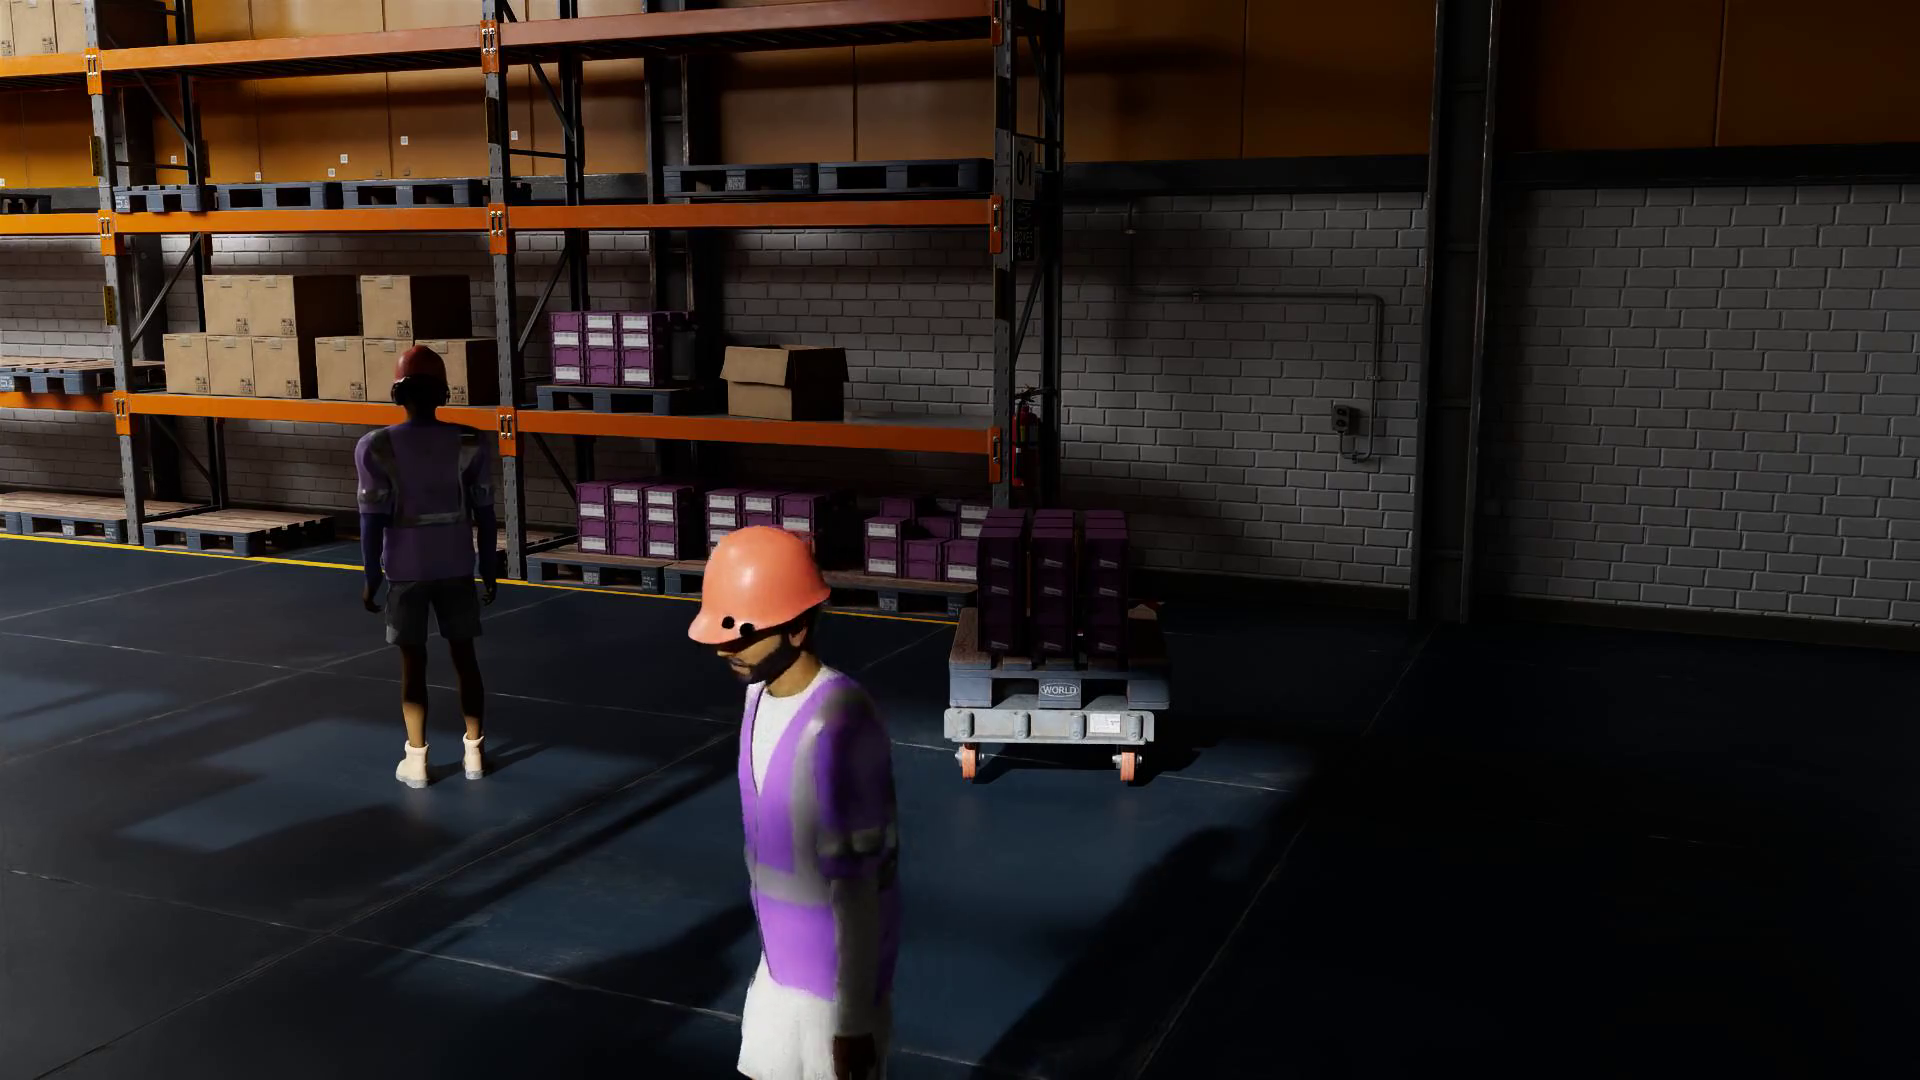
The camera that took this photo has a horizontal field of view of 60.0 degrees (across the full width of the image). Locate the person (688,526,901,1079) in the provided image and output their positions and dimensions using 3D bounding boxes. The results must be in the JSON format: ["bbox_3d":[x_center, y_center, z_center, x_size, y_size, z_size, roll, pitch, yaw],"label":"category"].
[{"bbox_3d":[-0.220,0.885,3.639,0.741,1.904,0.568,-6,11,-32],"label":"person"}]

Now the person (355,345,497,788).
[{"bbox_3d":[-2.468,0.123,7.730,0.615,2.041,0.388,-5,11,-27],"label":"person"}]
